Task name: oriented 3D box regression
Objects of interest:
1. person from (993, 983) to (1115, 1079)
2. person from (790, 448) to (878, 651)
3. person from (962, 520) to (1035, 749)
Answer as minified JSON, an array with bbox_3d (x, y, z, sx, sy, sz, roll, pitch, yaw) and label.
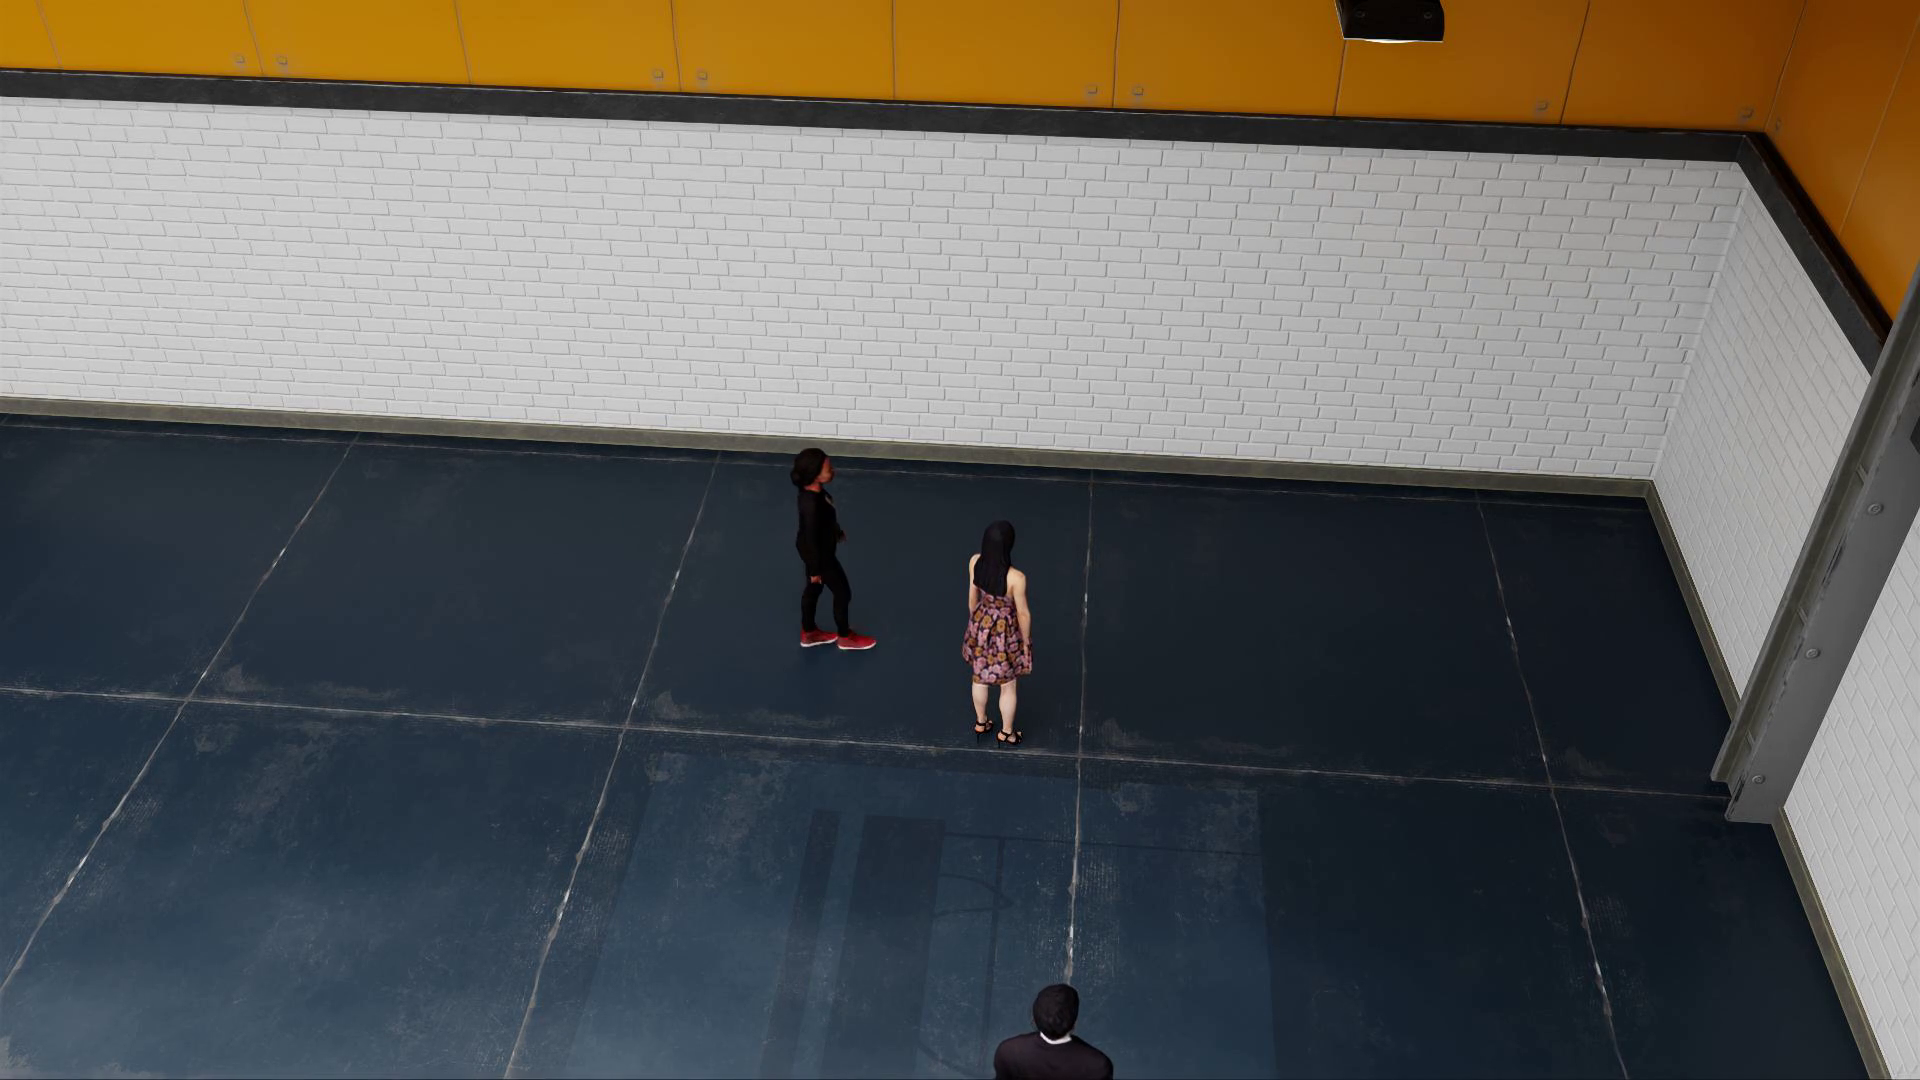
[{"bbox_3d":[0.406,2.696,7.655,0.710,1.881,0.552,5,39,7],"label":"person"},{"bbox_3d":[-1.013,0.089,11.098,0.778,1.657,0.762,-8,39,-9],"label":"person"},{"bbox_3d":[0.241,0.592,10.376,0.786,1.774,0.820,22,43,25],"label":"person"}]
